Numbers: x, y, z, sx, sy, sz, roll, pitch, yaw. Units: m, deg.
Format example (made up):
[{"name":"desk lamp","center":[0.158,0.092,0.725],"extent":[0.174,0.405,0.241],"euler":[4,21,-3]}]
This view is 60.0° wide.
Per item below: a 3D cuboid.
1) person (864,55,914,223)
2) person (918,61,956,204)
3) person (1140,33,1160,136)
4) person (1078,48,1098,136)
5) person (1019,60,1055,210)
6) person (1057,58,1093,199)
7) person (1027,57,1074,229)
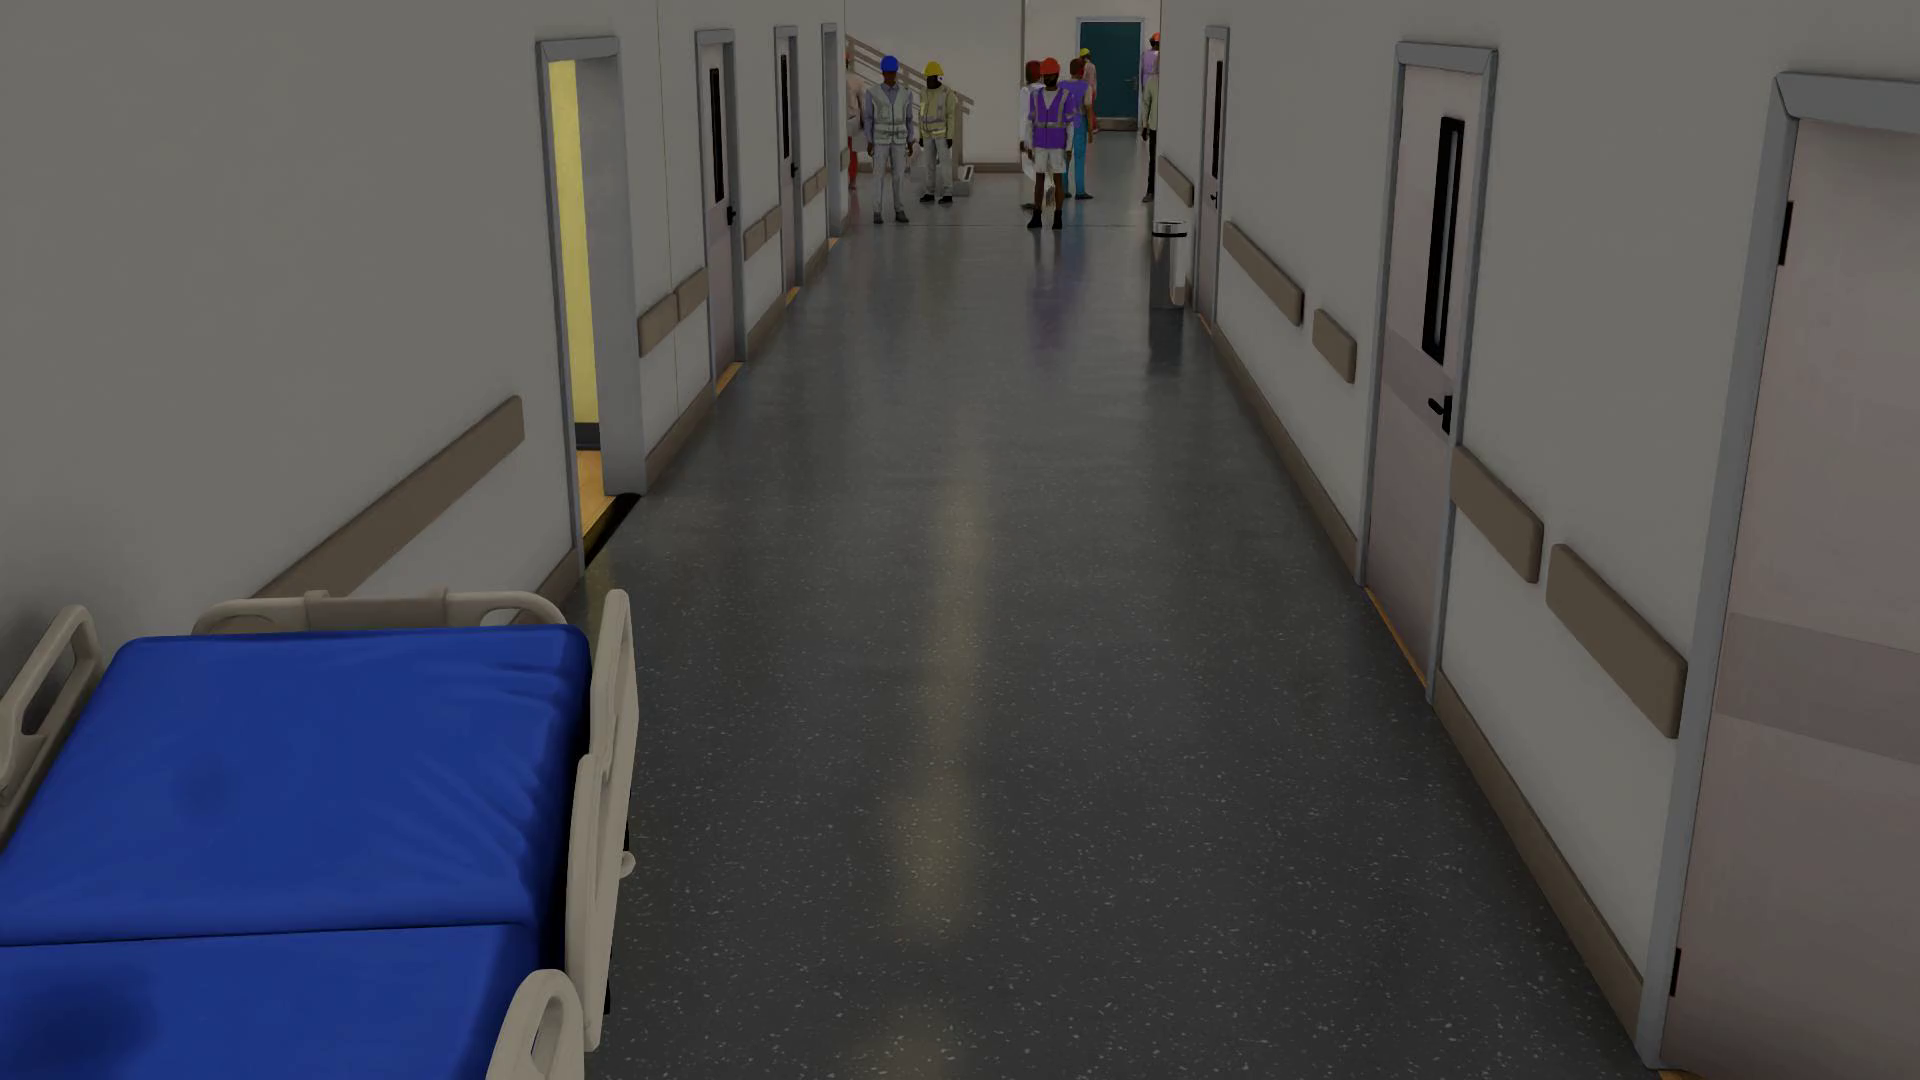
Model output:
[{"name":"person","center":[-0.840,-4.760,19.804],"extent":[0.603,1.948,0.384],"euler":[-6,19,-17]},{"name":"person","center":[-0.319,-5.344,21.854],"extent":[0.589,1.823,0.404],"euler":[13,22,36]},{"name":"person","center":[3.916,-9.197,33.630],"extent":[0.409,2.028,0.612],"euler":[-16,24,-41]},{"name":"person","center":[2.586,-9.101,33.792],"extent":[0.443,1.741,0.572],"euler":[10,20,29]},{"name":"person","center":[1.015,-5.056,20.882],"extent":[0.590,1.862,0.606],"euler":[-16,24,-41]},{"name":"person","center":[1.524,-5.508,22.327],"extent":[0.567,1.841,0.377],"euler":[13,22,36]},{"name":"person","center":[1.039,-4.582,19.259],"extent":[0.544,1.939,0.372],"euler":[6,19,18]}]
